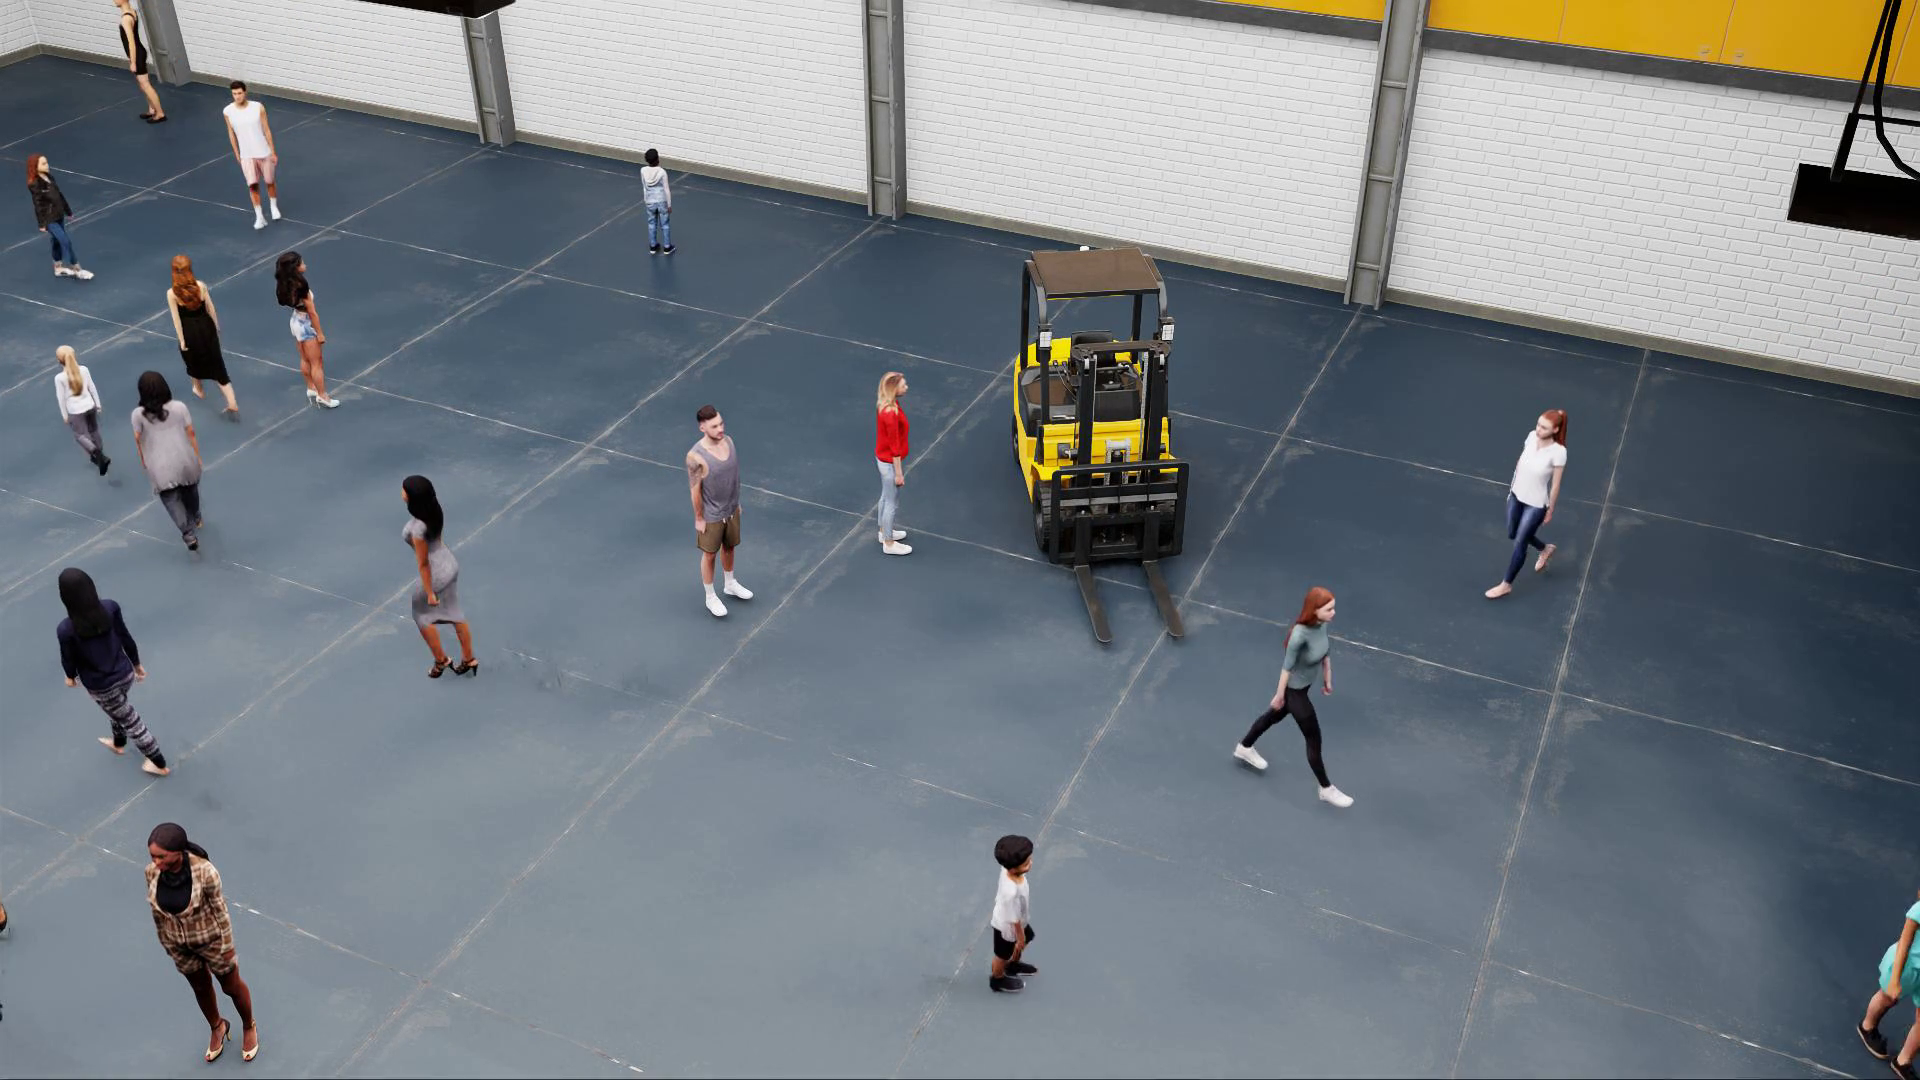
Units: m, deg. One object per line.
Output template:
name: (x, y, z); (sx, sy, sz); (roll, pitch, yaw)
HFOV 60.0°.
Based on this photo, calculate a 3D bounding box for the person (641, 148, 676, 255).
person: (-3.556, -3.966, 19.449); (0.492, 1.258, 0.582); (4, 34, 7)

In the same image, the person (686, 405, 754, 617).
person: (-1.947, -0.273, 13.281); (0.649, 1.846, 0.678); (23, 40, 31)

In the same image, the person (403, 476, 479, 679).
person: (-3.847, 0.312, 12.552); (0.708, 1.769, 0.636); (7, 34, 10)

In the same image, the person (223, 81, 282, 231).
person: (-8.503, -4.711, 20.117); (0.995, 1.760, 1.041); (-11, 35, -15)

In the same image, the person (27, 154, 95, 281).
person: (-10.312, -3.640, 18.772); (0.869, 1.465, 0.757); (1, 34, 2)

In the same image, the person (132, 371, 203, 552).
person: (-6.719, -0.653, 14.170); (0.916, 1.585, 1.088); (-22, 39, -29)

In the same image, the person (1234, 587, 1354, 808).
person: (2.281, 1.019, 11.562); (1.208, 1.688, 0.740); (22, 40, 30)

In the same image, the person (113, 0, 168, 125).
person: (-11.394, -6.713, 23.076); (0.819, 1.818, 0.765); (-10, 35, -15)

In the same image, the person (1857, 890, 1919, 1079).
person: (5.480, 2.407, 9.607); (0.815, 1.539, 0.818); (-2, 34, -4)

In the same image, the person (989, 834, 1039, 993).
person: (0.247, 2.270, 10.076); (0.634, 1.249, 0.597); (-1, 34, -1)

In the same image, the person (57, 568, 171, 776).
person: (-5.882, 0.982, 11.606); (0.896, 1.700, 0.594); (15, 37, 22)

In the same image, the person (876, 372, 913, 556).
person: (-0.583, -0.666, 14.083); (0.712, 1.703, 0.689); (-7, 34, -10)

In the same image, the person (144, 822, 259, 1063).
person: (-4.347, 2.305, 9.529); (0.614, 1.795, 0.724); (1, 34, 2)

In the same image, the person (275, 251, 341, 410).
person: (-6.380, -2.046, 16.233); (0.707, 1.621, 0.608); (-28, 43, -35)

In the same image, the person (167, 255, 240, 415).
person: (-7.326, -1.947, 16.117); (1.175, 1.584, 0.864); (29, 43, 36)

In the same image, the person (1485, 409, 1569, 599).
person: (4.710, -0.323, 13.546); (0.989, 1.725, 0.968); (-15, 36, -21)

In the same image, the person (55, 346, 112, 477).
person: (-8.024, -1.173, 15.239); (0.783, 1.267, 0.590); (23, 40, 31)
